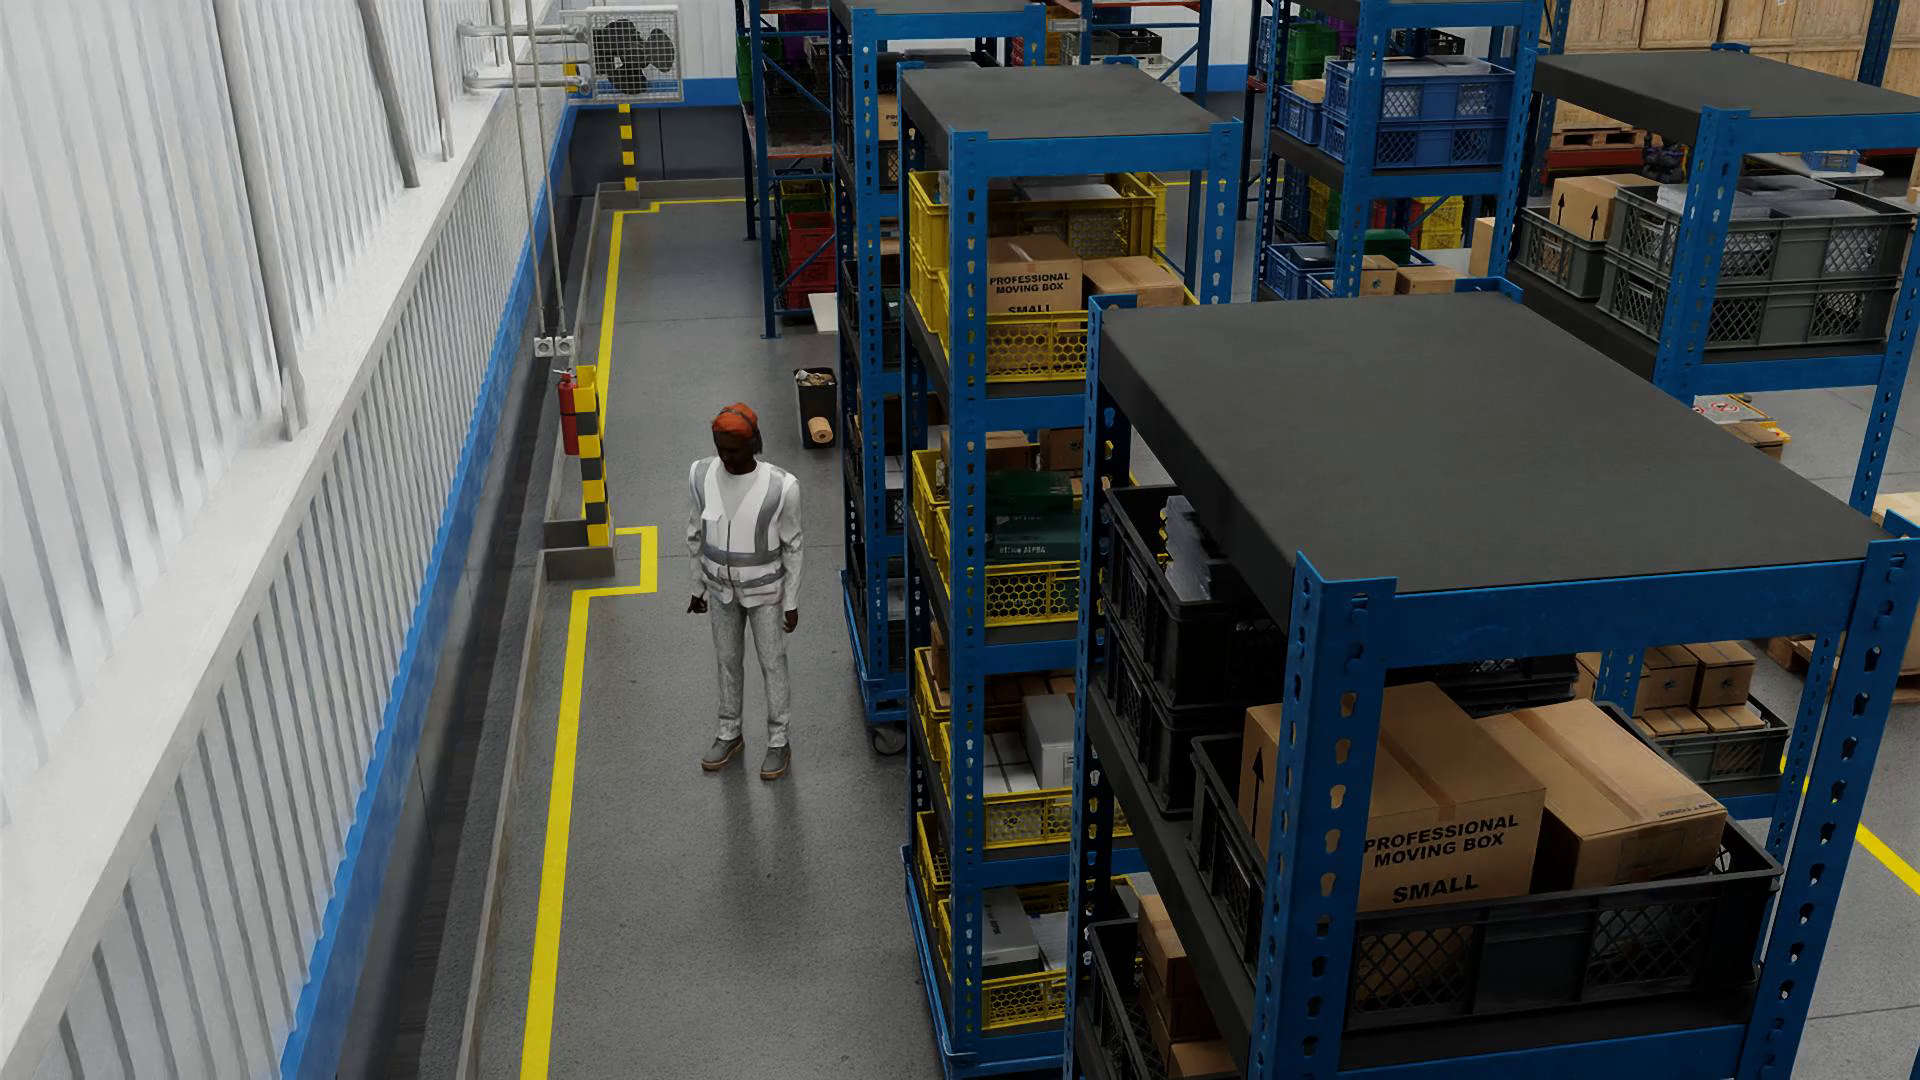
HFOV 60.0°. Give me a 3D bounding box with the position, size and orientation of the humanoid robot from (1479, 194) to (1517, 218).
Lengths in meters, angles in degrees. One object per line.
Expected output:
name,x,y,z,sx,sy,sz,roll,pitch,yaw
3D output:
humanoid robot,5.158,-3.444,16.101,0.335,1.653,0.568,-9,26,-19

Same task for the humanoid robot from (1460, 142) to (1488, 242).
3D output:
humanoid robot,5.164,-3.608,16.452,0.574,1.649,0.352,-13,28,-27

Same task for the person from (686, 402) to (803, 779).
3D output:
person,-1.014,0.243,7.834,0.572,1.887,0.354,8,26,16

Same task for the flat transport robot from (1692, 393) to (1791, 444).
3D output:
flat transport robot,5.224,-0.859,12.132,1.431,0.197,0.652,-4,25,-8

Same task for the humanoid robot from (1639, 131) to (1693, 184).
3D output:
humanoid robot,7.104,-3.754,16.757,0.325,1.658,0.600,-17,30,-33
